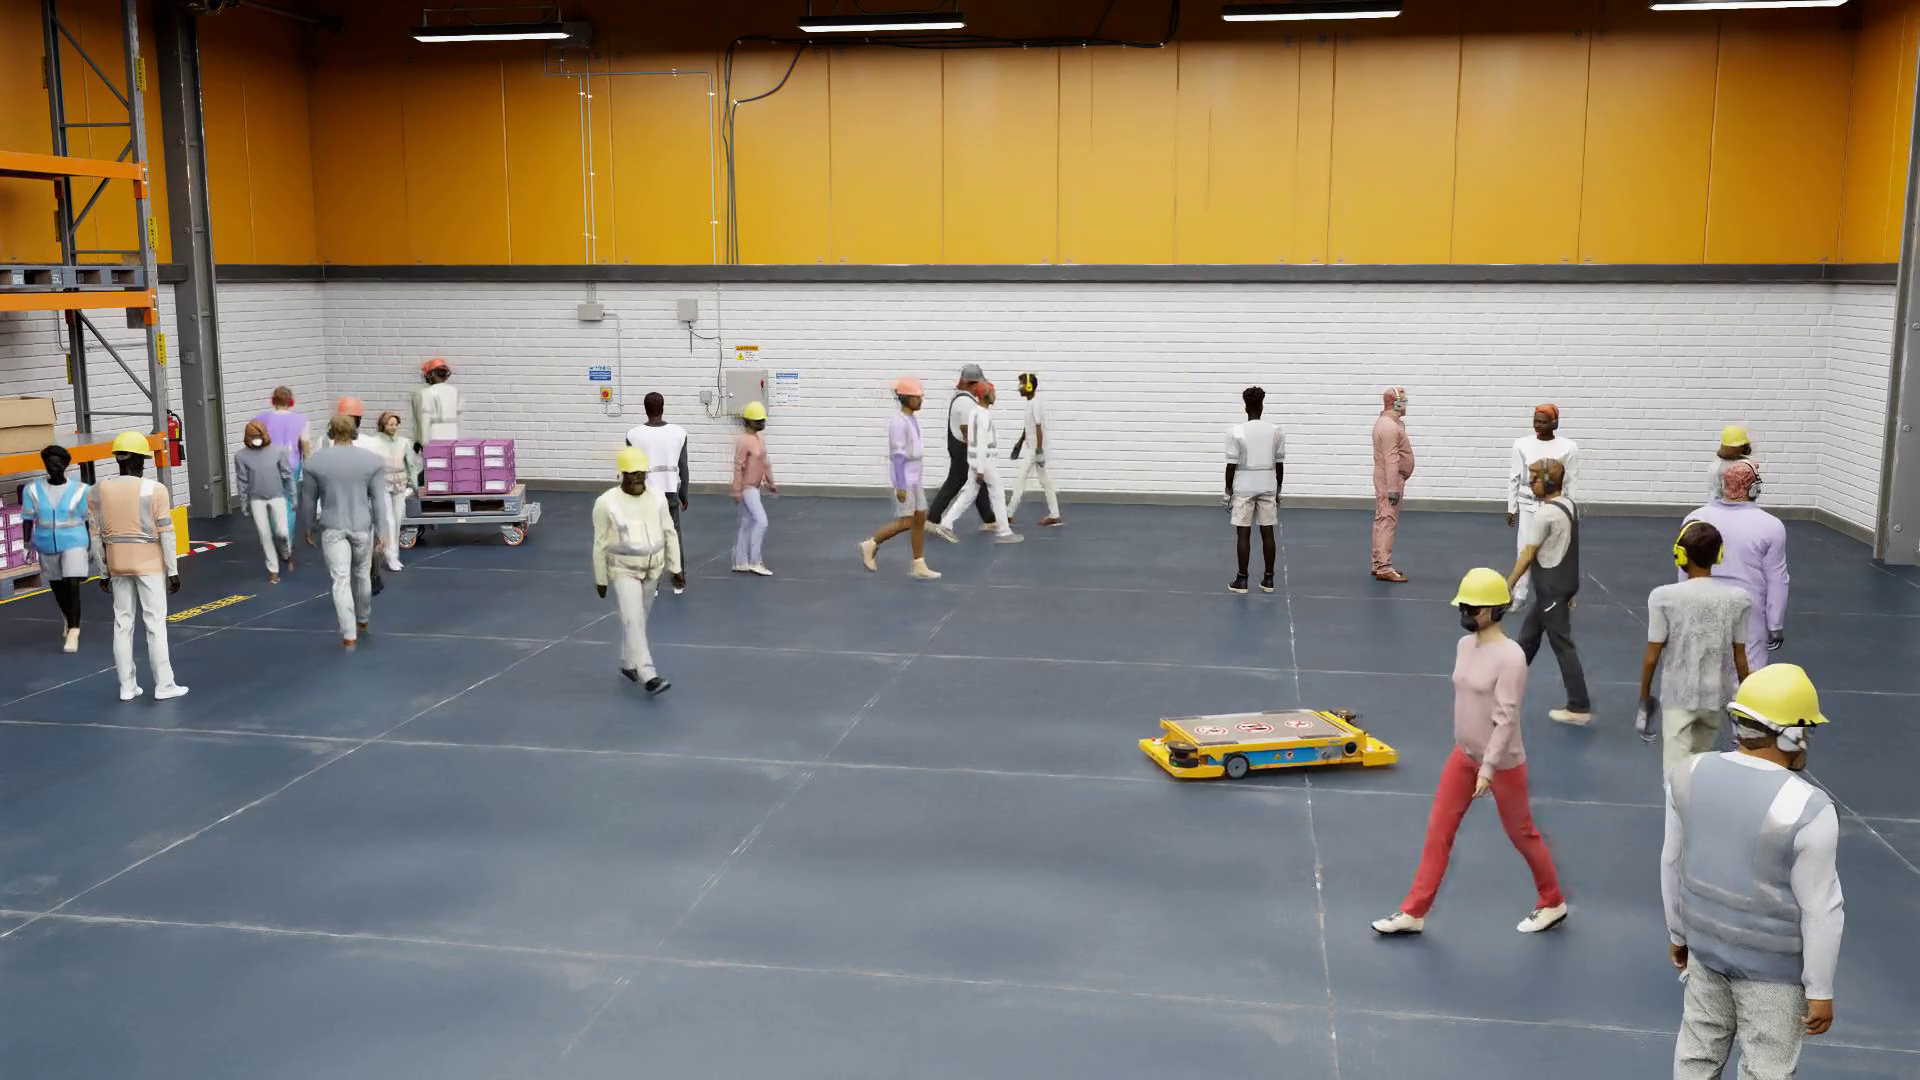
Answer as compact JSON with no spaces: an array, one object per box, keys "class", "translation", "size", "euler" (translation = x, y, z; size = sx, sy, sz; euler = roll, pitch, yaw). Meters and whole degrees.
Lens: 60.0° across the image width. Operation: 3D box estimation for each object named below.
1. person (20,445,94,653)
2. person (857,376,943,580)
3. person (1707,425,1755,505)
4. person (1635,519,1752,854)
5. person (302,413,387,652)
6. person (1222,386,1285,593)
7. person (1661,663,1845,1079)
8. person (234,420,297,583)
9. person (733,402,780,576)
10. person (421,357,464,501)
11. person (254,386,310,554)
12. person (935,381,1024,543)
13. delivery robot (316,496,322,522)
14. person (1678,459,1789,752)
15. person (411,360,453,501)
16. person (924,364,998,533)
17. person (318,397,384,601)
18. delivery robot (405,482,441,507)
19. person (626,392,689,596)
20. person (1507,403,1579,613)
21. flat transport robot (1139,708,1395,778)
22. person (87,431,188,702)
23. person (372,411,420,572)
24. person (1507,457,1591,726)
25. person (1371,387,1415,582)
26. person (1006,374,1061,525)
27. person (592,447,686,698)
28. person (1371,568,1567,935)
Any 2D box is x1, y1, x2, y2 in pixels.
[{"class":"person","translation":[-7.295,0.039,13.511],"size":[0.533,1.655,0.873],"euler":[-2,9,-13]},{"class":"person","translation":[-0.577,-0.605,16.367],"size":[0.759,2.028,0.619],"euler":[3,10,17]},{"class":"person","translation":[6.621,-0.130,14.363],"size":[0.570,1.720,0.419],"euler":[-3,10,-20]},{"class":"person","translation":[3.612,0.823,8.138],"size":[0.529,1.842,0.849],"euler":[0,9,2]},{"class":"person","translation":[-5.029,-0.090,13.596],"size":[0.636,1.893,0.990],"euler":[-5,10,-26]},{"class":"person","translation":[2.774,-0.473,15.737],"size":[0.608,1.963,0.371],"euler":[-2,9,-10]},{"class":"person","translation":[2.496,1.287,5.237],"size":[0.403,1.827,0.601],"euler":[-4,10,-26]},{"class":"person","translation":[-6.763,-0.380,16.230],"size":[0.539,1.606,0.436],"euler":[-3,9,-15]},{"class":"person","translation":[-2.025,-0.507,16.627],"size":[0.607,1.742,0.540],"euler":[2,9,12]},{"class":"person","translation":[-6.212,-1.208,20.218],"size":[0.788,1.994,0.671],"euler":[5,10,29]},{"class":"person","translation":[-7.330,-0.750,17.953],"size":[0.635,1.808,0.828],"euler":[-3,10,-19]},{"class":"person","translation":[0.200,-0.860,18.545],"size":[0.970,1.849,0.575],"euler":[-2,9,-15]},{"class":"delivery robot","translation":[-7.171,-0.402,19.370],"size":[0.707,0.478,0.477],"euler":[-3,10,-18]},{"class":"person","translation":[4.706,0.461,10.121],"size":[0.407,1.910,0.639],"euler":[-8,12,-42]},{"class":"person","translation":[-6.528,-1.254,20.604],"size":[0.643,1.957,0.726],"euler":[5,11,30]},{"class":"person","translation":[0.028,-1.088,19.320],"size":[1.034,2.000,0.684],"euler":[-1,9,-3]},{"class":"person","translation":[-5.592,-0.367,15.311],"size":[0.561,1.890,0.965],"euler":[-1,9,-9]},{"class":"delivery robot","translation":[-6.465,-0.435,19.571],"size":[0.707,0.478,0.477],"euler":[-3,10,-18]},{"class":"person","translation":[-2.829,-0.430,15.618],"size":[0.594,1.915,0.373],"euler":[-5,10,-26]},{"class":"person","translation":[5.147,-0.270,14.731],"size":[0.584,1.881,0.339],"euler":[5,10,28]},{"class":"flat transport robot","translation":[1.893,1.247,10.305],"size":[1.431,0.197,0.652],"euler":[-2,9,-13]},{"class":"person","translation":[-5.811,0.193,11.753],"size":[0.585,1.917,0.382],"euler":[0,9,1]},{"class":"person","translation":[-5.735,-0.490,16.876],"size":[0.626,1.616,0.538],"euler":[9,13,43]},{"class":"person","translation":[3.880,0.334,11.251],"size":[0.956,1.792,0.506],"euler":[7,11,36]},{"class":"person","translation":[4.262,-0.549,16.391],"size":[0.409,1.908,0.651],"euler":[1,9,7]},{"class":"person","translation":[0.777,-1.067,19.864],"size":[0.961,1.821,0.505],"euler":[1,9,6]},{"class":"person","translation":[-2.291,0.219,11.995],"size":[0.591,1.781,0.924],"euler":[-8,12,-42]},{"class":"person","translation":[2.387,0.973,7.543],"size":[0.942,1.718,0.528],"euler":[-3,10,-19]}]
